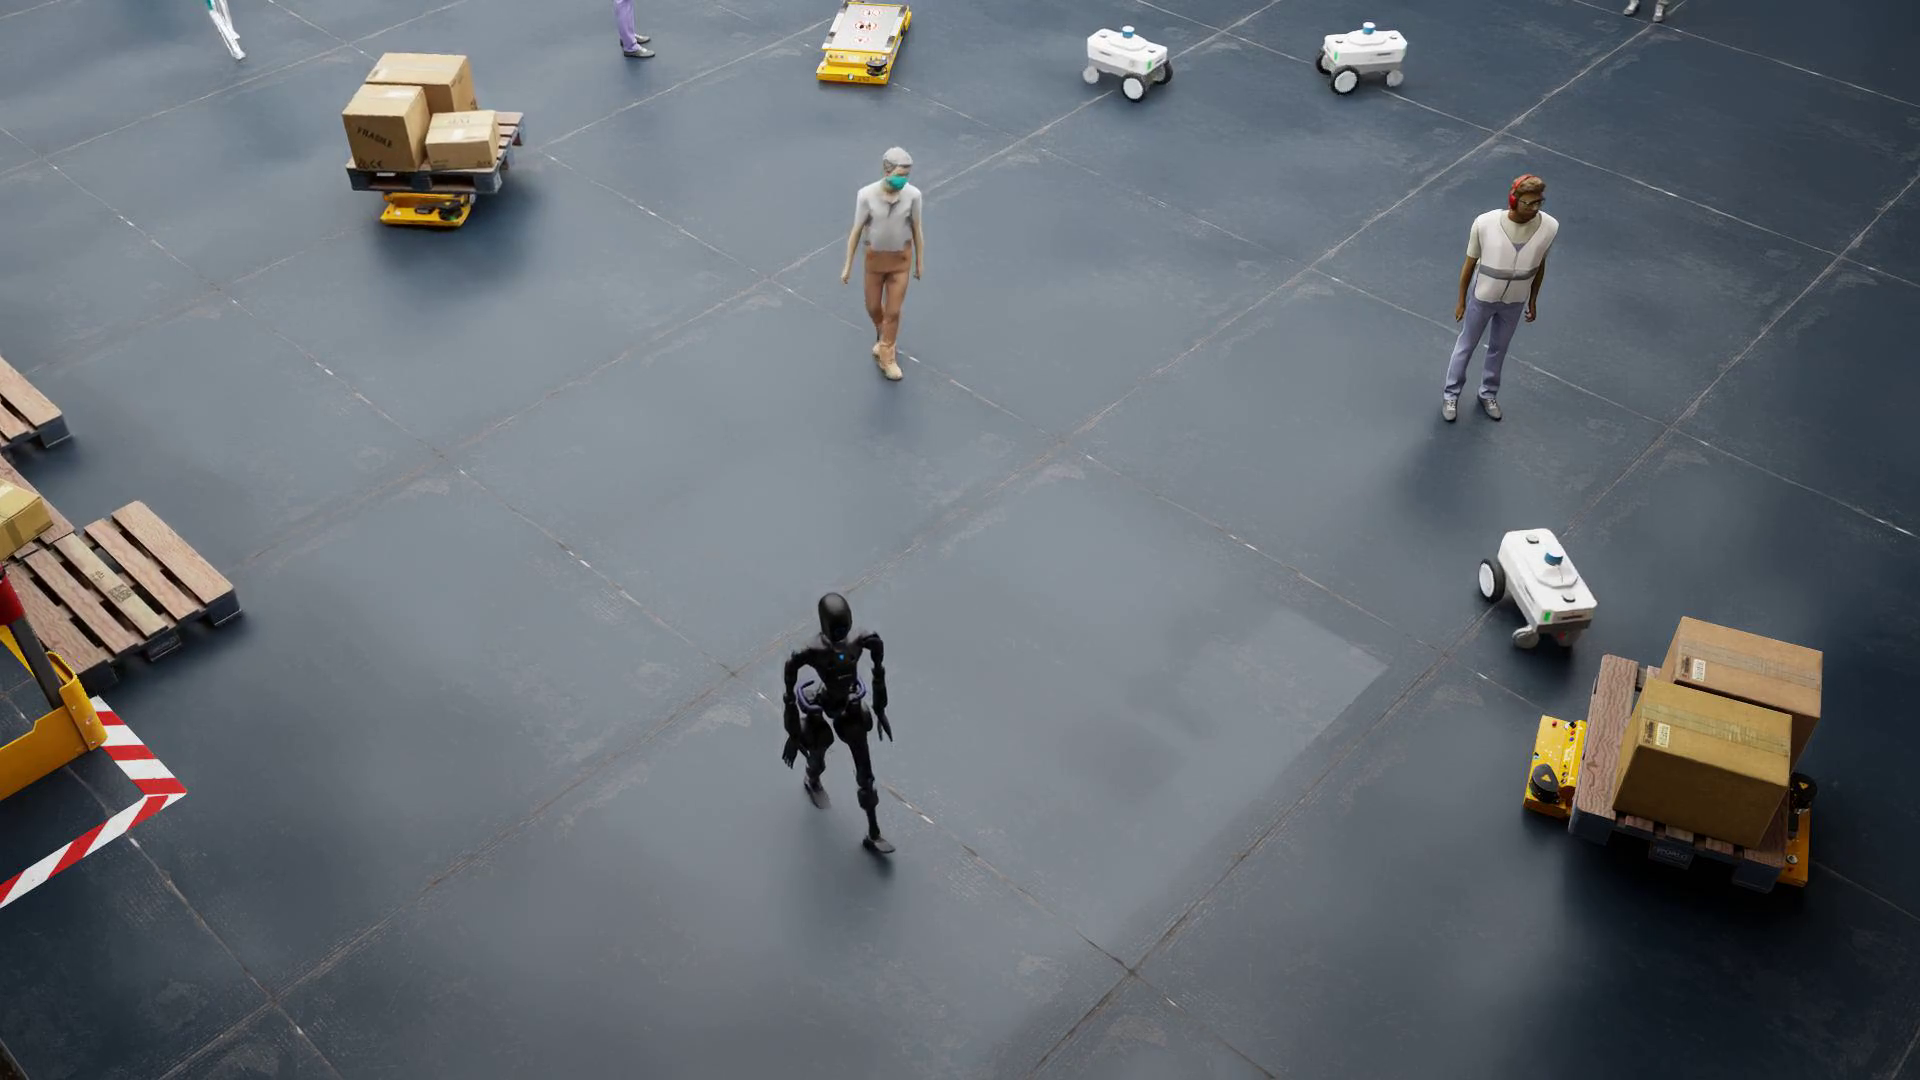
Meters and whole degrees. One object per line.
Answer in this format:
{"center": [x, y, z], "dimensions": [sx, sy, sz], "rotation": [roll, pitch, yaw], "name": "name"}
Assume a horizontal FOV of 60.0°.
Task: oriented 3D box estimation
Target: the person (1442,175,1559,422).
{"center": [3.603, -1.625, 11.153], "dimensions": [0.564, 1.845, 0.388], "rotation": [-2, 42, -2], "name": "person"}

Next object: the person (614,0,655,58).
{"center": [-3.133, -5.378, 15.327], "dimensions": [0.390, 1.843, 0.565], "rotation": [-10, 43, -11], "name": "person"}

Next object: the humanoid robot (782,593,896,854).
{"center": [-0.633, 0.924, 8.476], "dimensions": [0.588, 1.623, 0.775], "rotation": [-18, 45, -19], "name": "humanoid robot"}

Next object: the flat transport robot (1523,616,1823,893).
{"center": [3.840, 1.370, 9.003], "dimensions": [1.431, 0.231, 0.659], "rotation": [15, 44, 16], "name": "flat transport robot"}

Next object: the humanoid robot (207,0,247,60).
{"center": [-6.947, -5.340, 15.350], "dimensions": [0.547, 1.734, 0.987], "rotation": [-30, 50, -29], "name": "humanoid robot"}

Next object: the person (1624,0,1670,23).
{"center": [6.792, -5.911, 15.930], "dimensions": [0.566, 1.832, 0.409], "rotation": [20, 46, 20], "name": "person"}

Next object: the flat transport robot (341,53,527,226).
{"center": [-4.318, -3.076, 13.945], "dimensions": [0.659, 0.231, 1.431], "rotation": [2, 42, 3], "name": "flat transport robot"}

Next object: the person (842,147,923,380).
{"center": [-0.539, -1.947, 11.605], "dimensions": [0.571, 1.716, 0.537], "rotation": [-4, 42, -5], "name": "person"}

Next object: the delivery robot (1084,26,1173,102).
{"center": [1.540, -4.369, 15.183], "dimensions": [0.804, 0.614, 0.499], "rotation": [26, 48, 26], "name": "delivery robot"}

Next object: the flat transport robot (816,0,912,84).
{"center": [-0.901, -4.750, 15.806], "dimensions": [0.659, 0.231, 1.431], "rotation": [6, 42, 6], "name": "flat transport robot"}

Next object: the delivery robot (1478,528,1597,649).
{"center": [3.502, 0.268, 10.029], "dimensions": [0.502, 0.614, 0.785], "rotation": [-6, 42, -7], "name": "delivery robot"}

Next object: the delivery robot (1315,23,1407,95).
{"center": [3.689, -4.439, 15.242], "dimensions": [0.784, 0.589, 0.499], "rotation": [-6, 42, -7], "name": "delivery robot"}
